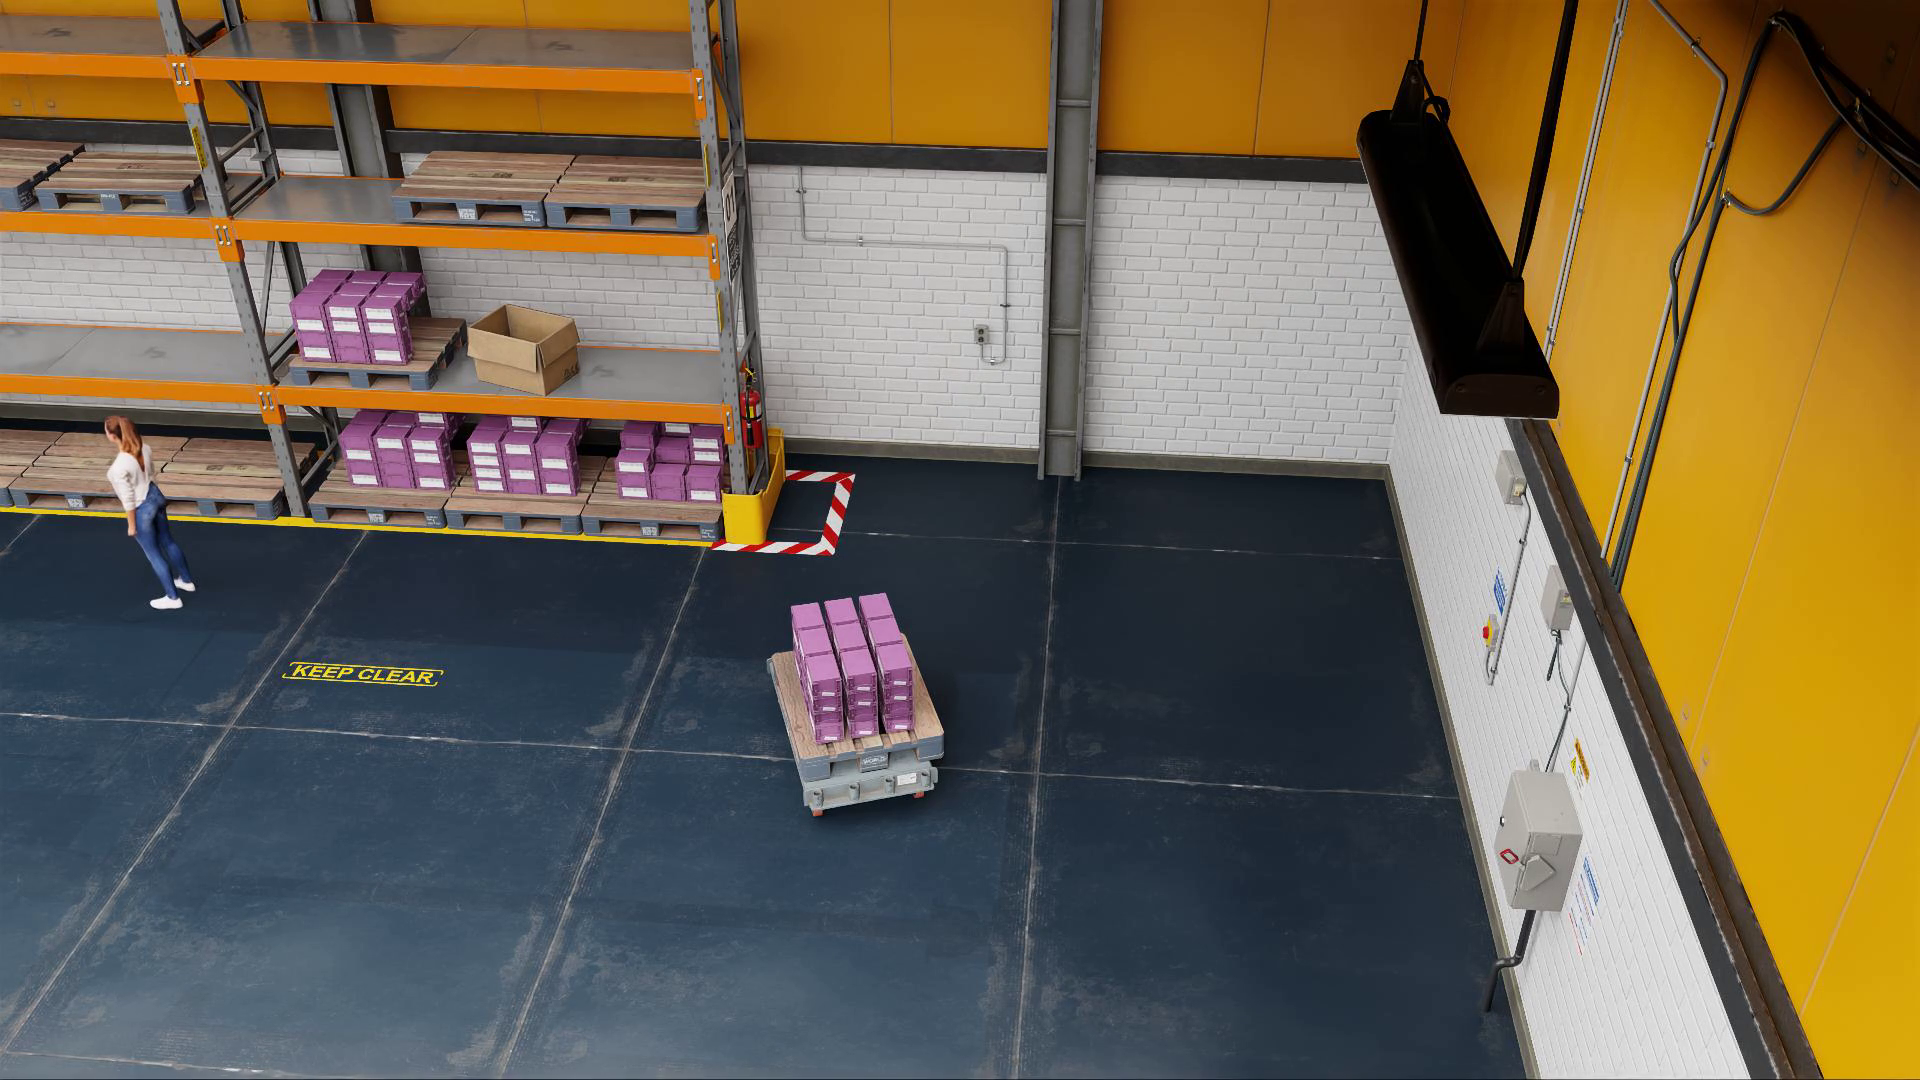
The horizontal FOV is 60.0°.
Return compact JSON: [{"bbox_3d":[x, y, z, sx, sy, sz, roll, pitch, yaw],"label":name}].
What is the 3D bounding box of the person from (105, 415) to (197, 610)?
[{"bbox_3d":[-6.467,-0.233,13.225,0.510,1.719,0.613,4,34,6],"label":"person"}]
